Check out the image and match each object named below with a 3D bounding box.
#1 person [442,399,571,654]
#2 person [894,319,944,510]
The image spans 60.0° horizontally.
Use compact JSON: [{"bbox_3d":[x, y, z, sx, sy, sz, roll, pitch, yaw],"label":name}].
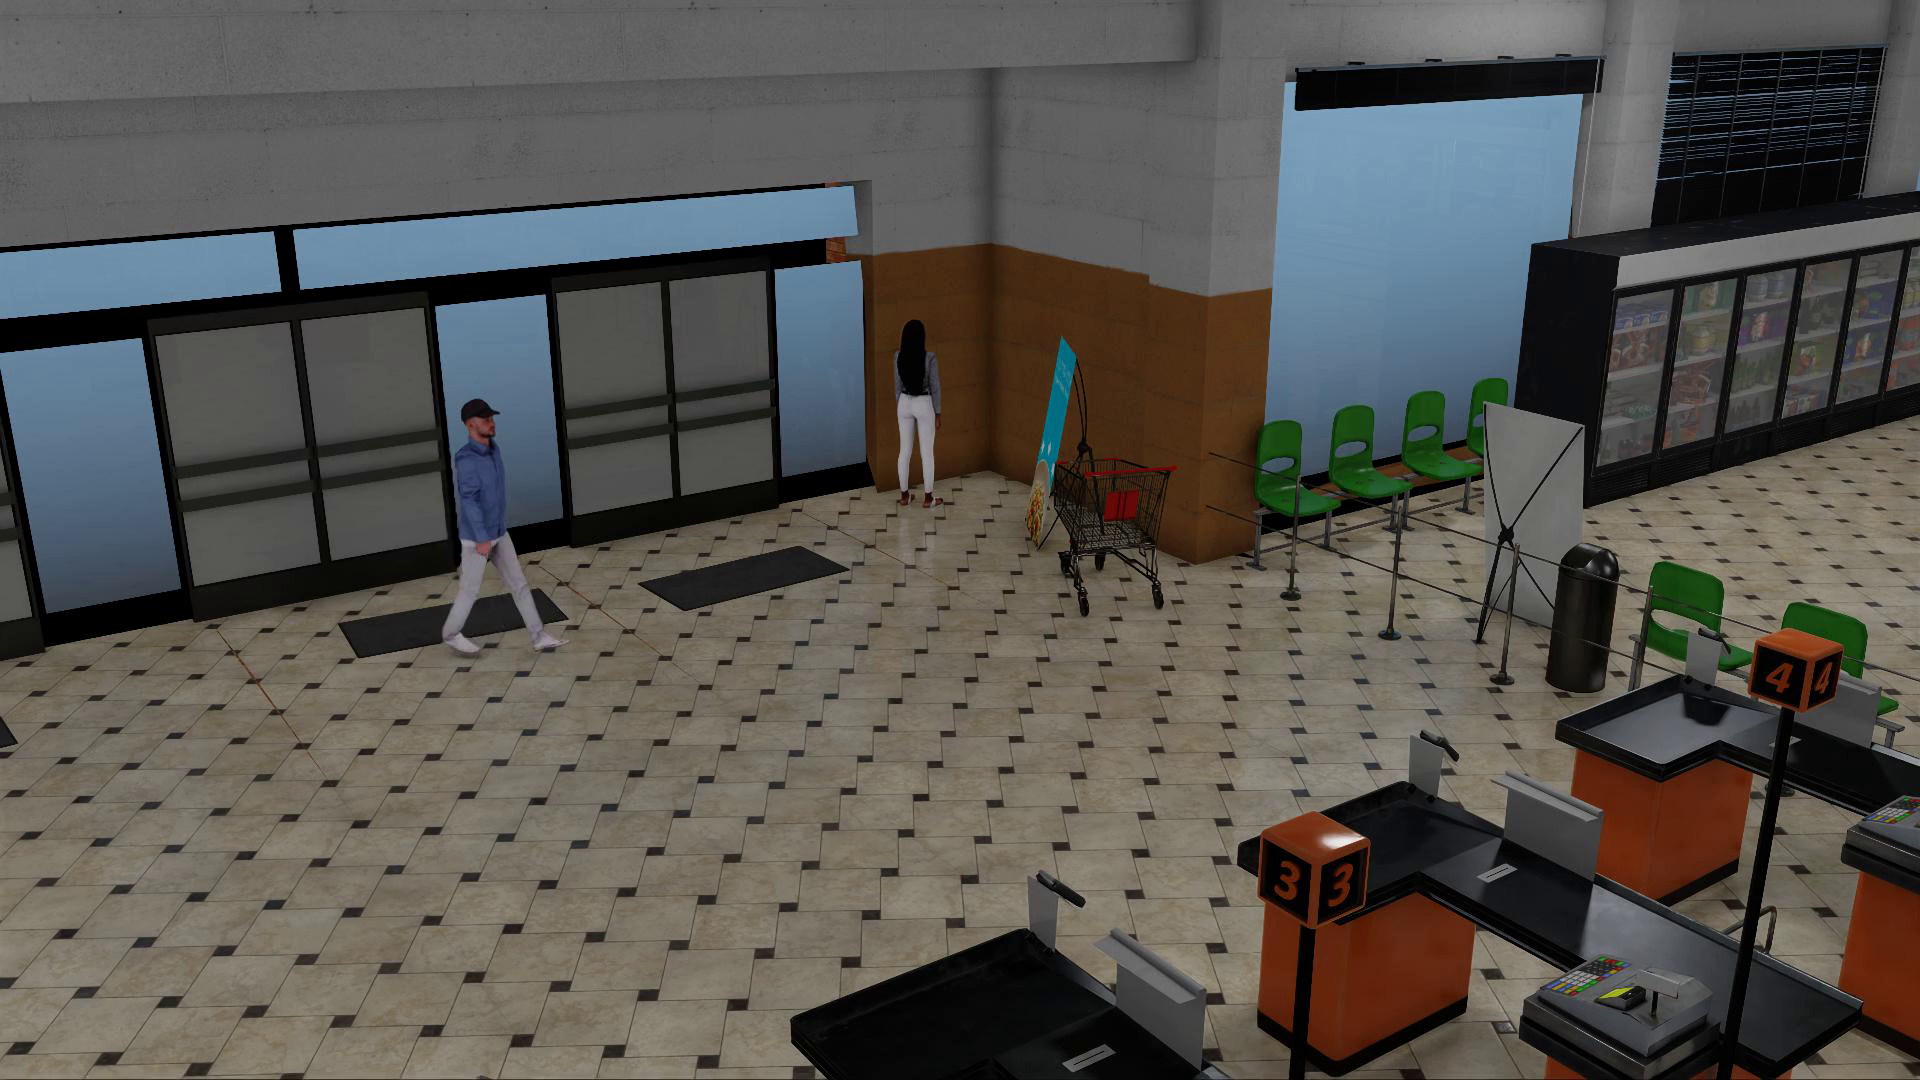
[{"bbox_3d":[-3.389,-0.046,11.601,1.250,1.839,1.139,5,19,14],"label":"person"},{"bbox_3d":[-0.390,-1.150,15.051,0.629,1.725,0.733,8,20,22],"label":"person"}]
